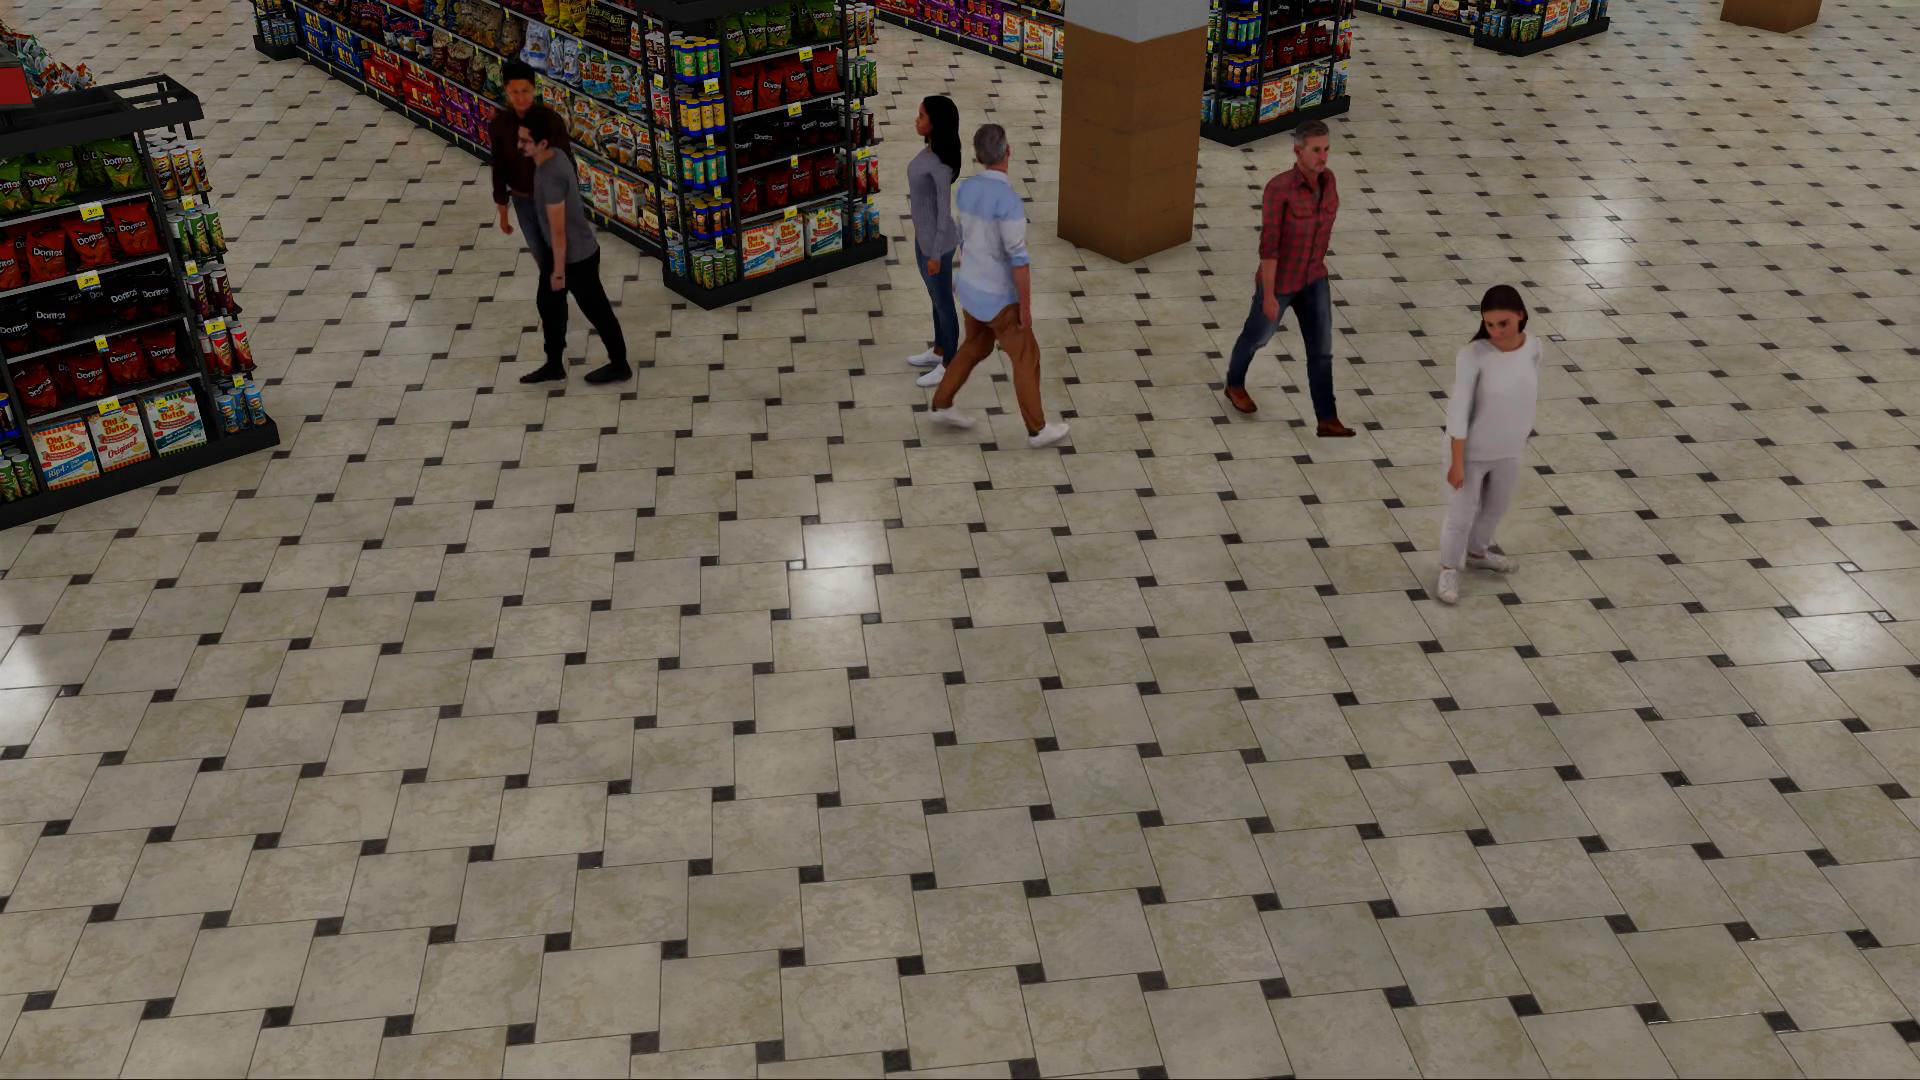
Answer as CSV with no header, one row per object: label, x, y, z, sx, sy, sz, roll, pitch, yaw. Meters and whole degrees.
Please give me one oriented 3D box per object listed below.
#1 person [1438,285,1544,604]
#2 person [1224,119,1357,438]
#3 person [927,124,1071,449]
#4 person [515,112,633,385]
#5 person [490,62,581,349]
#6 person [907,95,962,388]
person,2.461,-0.460,7.790,0.831,1.657,0.746,-20,37,-28
person,1.782,-1.467,9.291,0.861,1.781,1.246,-17,36,-25
person,0.102,-1.361,9.118,0.902,1.783,0.905,-13,34,-20
person,-2.203,-1.680,9.696,0.822,1.715,0.905,-10,33,-16
person,-2.615,-2.107,10.363,1.040,1.734,1.173,-3,32,-5
person,-0.128,-1.761,9.805,0.747,1.736,0.635,-5,32,-8
